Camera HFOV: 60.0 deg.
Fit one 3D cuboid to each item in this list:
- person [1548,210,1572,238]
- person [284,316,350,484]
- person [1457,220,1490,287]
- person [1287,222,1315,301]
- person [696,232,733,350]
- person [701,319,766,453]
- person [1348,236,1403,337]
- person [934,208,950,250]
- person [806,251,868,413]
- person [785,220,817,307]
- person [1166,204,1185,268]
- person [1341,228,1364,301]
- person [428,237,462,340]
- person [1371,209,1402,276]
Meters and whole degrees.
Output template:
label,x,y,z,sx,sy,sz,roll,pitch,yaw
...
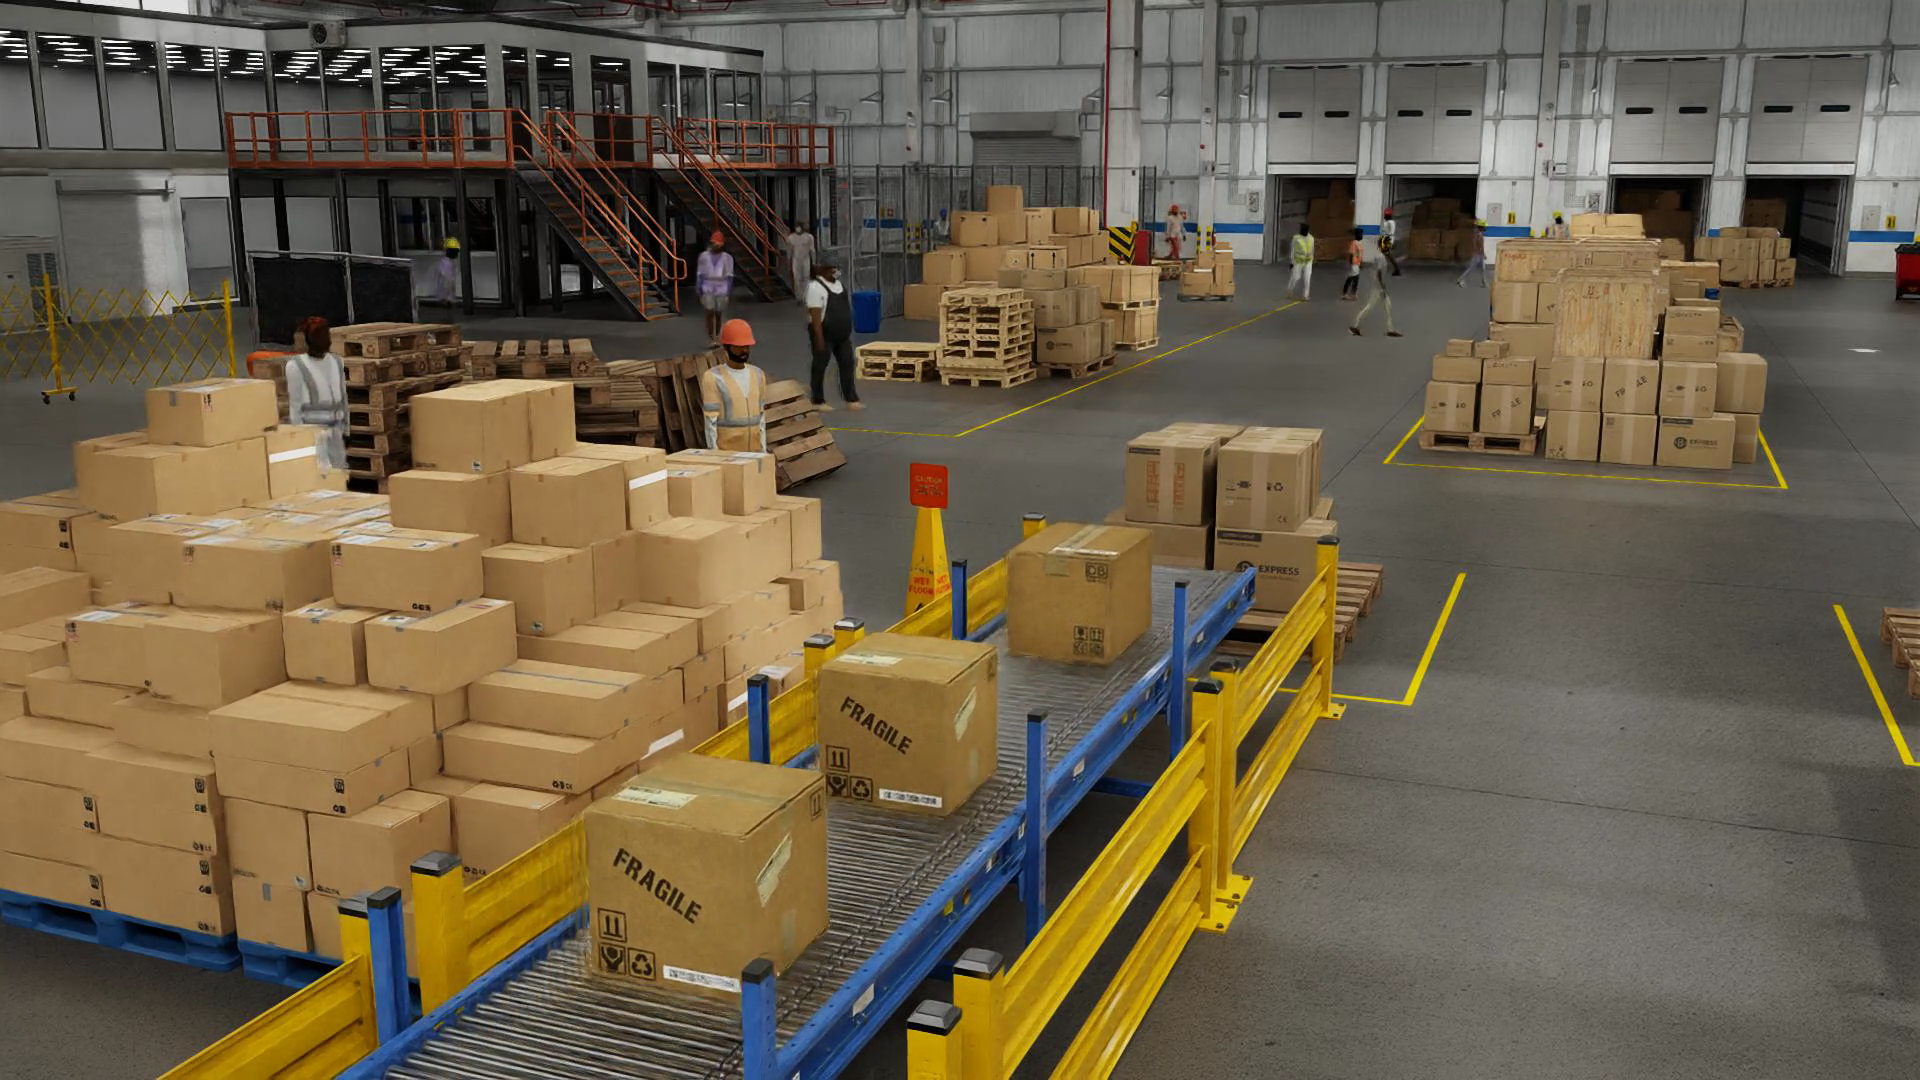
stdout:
label,x,y,z,sx,sy,sz,roll,pitch,yaw
person,16.581,-8.150,45.962,0.746,1.909,0.651,2,13,11
person,-5.185,-0.870,13.378,0.634,1.868,0.575,6,14,25
person,13.299,-7.380,42.888,0.845,1.732,0.525,4,13,16
person,7.894,-6.446,38.506,0.630,1.826,0.681,-4,13,-16
person,-4.119,-4.172,27.925,0.627,1.982,0.989,-2,13,-7
person,-1.631,-0.662,12.290,0.543,1.938,0.357,-12,17,-43
person,7.562,-4.596,30.195,0.953,1.832,0.515,7,14,28
person,-0.468,-8.280,46.442,0.603,1.944,0.391,1,13,2
person,-1.528,-2.573,20.626,0.849,2.000,0.708,8,15,33
person,-3.525,-6.122,36.836,0.698,1.915,0.456,0,13,2
person,6.641,-9.446,51.670,0.696,1.947,0.777,-8,15,-32
person,9.151,-6.368,38.481,0.611,1.665,0.551,5,13,21
person,-8.605,-4.112,27.839,0.618,1.899,0.628,-4,13,-16
person,12.301,-8.526,47.671,0.961,1.904,0.555,10,16,37
